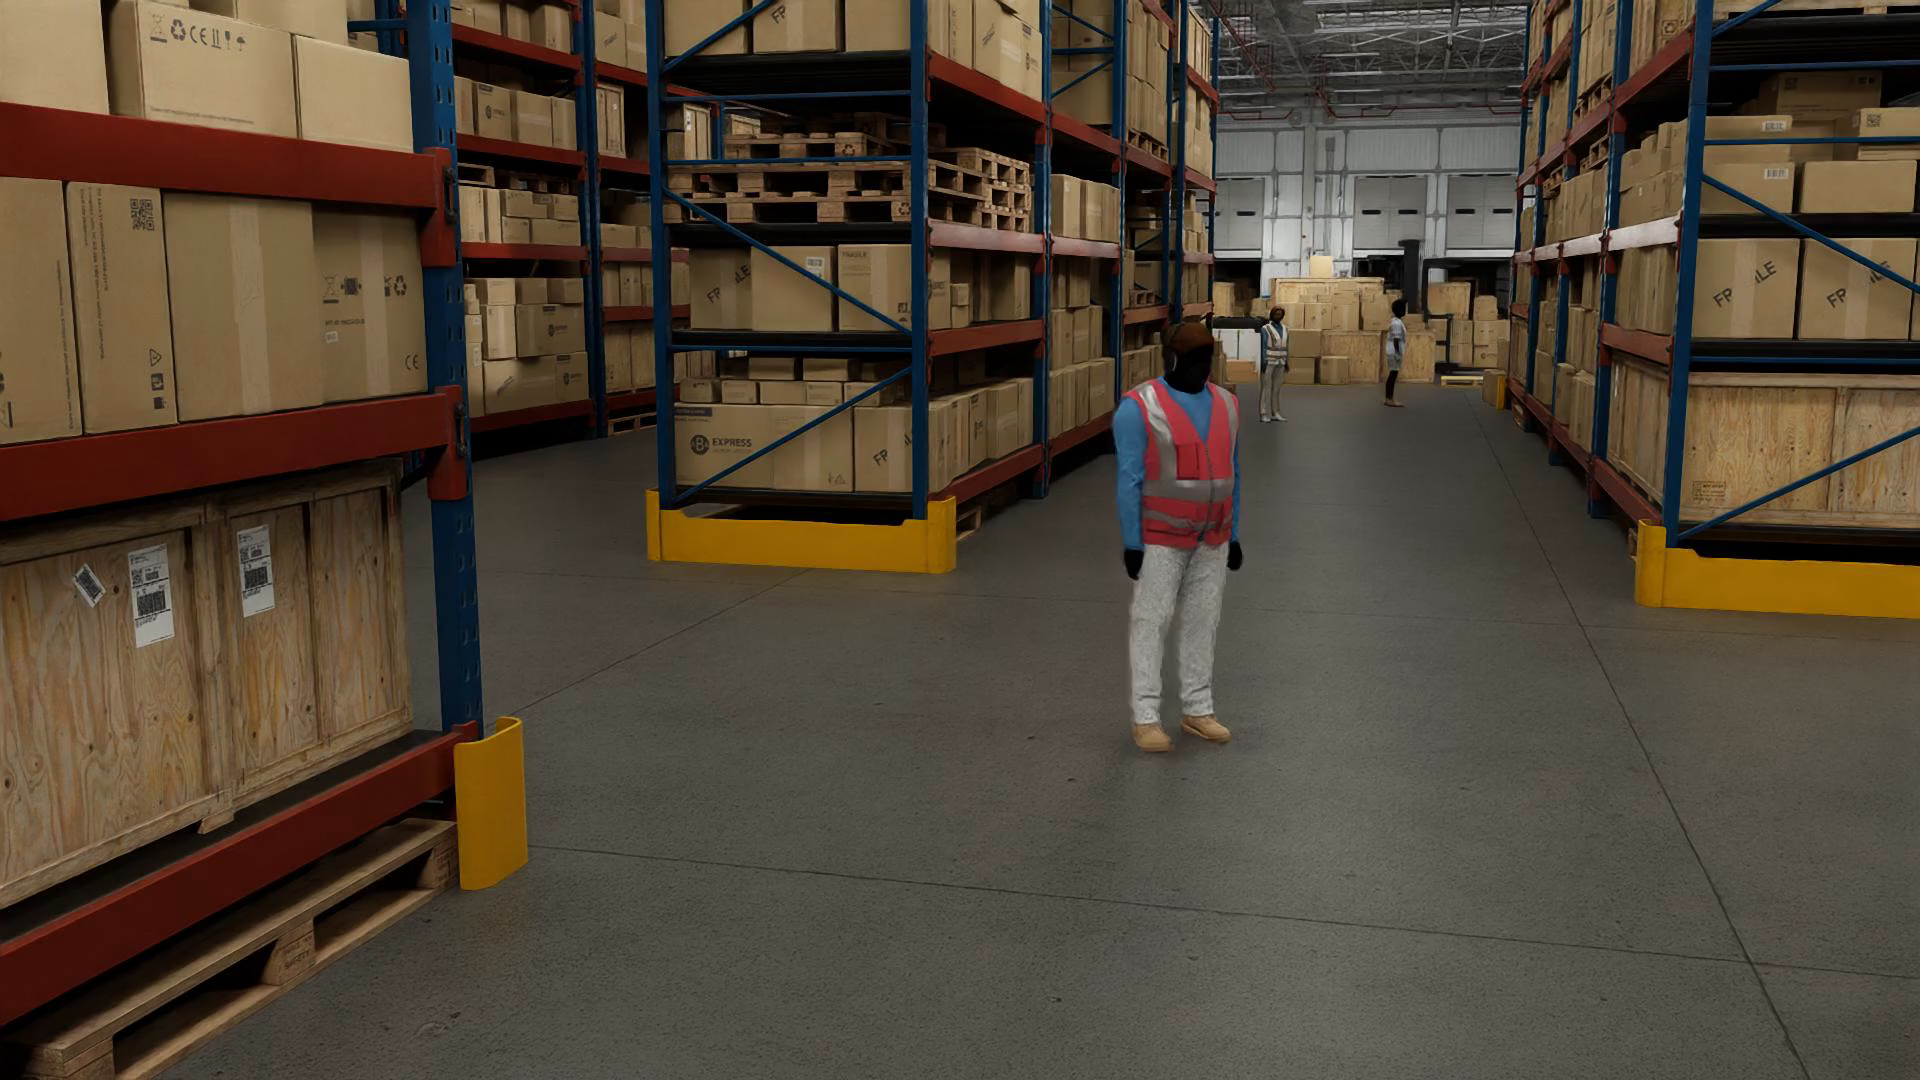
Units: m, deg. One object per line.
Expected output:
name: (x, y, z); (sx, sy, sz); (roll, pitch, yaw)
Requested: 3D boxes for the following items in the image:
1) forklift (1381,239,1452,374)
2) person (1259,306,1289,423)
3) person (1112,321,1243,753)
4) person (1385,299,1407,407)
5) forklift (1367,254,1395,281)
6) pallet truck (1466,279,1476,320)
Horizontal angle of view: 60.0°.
forklift: (9.466, -4.935, 35.124); (1.873, 2.768, 1.129); (2, 9, 15)
person: (4.428, -2.472, 23.422); (0.515, 1.636, 0.314); (-6, 11, -32)
person: (0.959, -0.013, 7.174); (0.642, 1.840, 0.428); (-5, 10, -27)
person: (6.870, -2.942, 26.216); (0.317, 1.696, 0.541); (2, 9, 15)
forklift: (14.333, -8.337, 56.737); (1.129, 2.768, 1.873); (-2, 9, -13)
pallet truck: (18.896, -8.459, 60.307); (1.885, 1.965, 0.823); (5, 10, 31)
